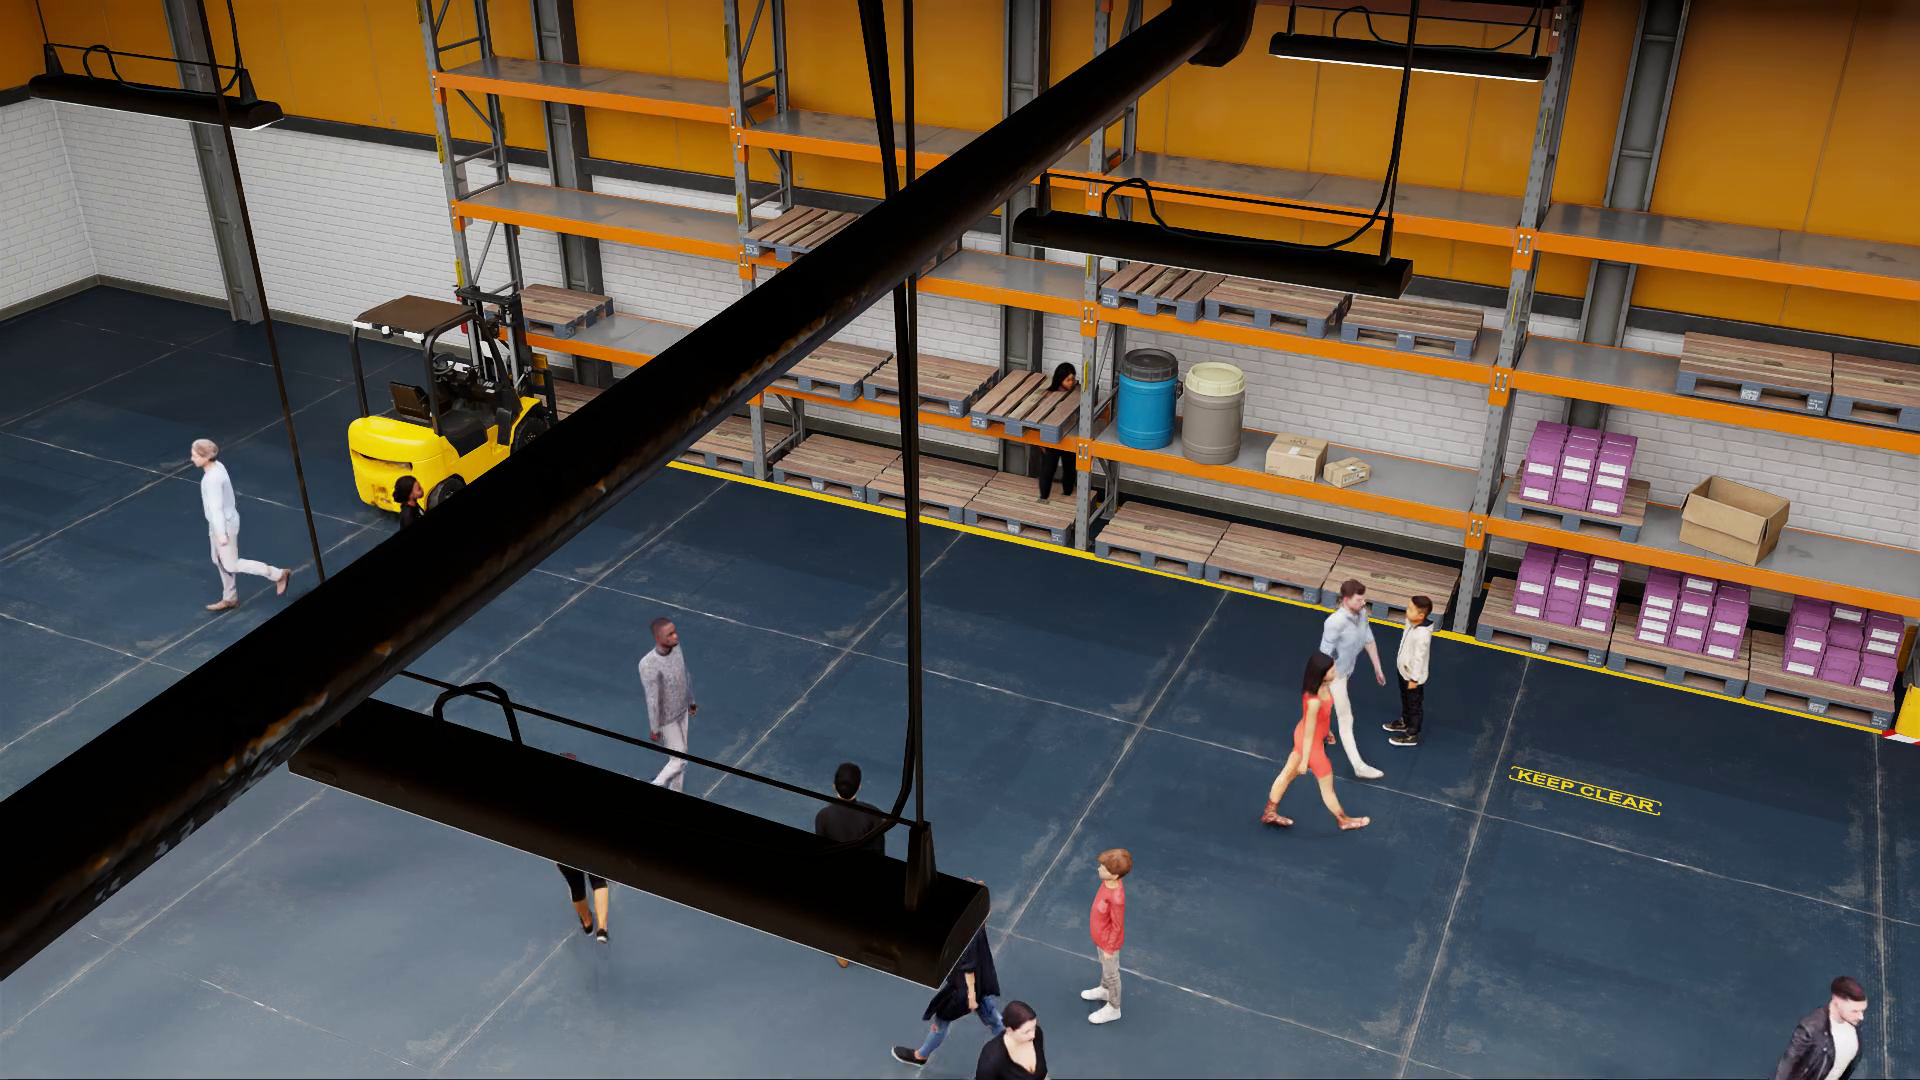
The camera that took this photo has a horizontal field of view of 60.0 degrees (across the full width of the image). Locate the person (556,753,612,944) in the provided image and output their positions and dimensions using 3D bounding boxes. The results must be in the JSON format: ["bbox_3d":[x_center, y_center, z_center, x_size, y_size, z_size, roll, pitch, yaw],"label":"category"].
[{"bbox_3d":[-2.767,2.299,12.115,0.879,1.653,0.925,-8,30,-15],"label":"person"}]

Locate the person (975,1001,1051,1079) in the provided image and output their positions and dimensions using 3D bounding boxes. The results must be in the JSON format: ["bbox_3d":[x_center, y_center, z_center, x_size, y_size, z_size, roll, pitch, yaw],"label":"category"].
[{"bbox_3d":[0.224,3.390,10.020,0.708,1.743,0.707,22,35,34],"label":"person"}]

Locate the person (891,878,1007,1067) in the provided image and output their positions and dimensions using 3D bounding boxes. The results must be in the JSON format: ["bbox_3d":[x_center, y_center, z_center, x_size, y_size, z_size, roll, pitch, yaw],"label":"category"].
[{"bbox_3d":[0.161,2.930,10.971,1.147,1.639,0.830,4,29,8],"label":"person"}]

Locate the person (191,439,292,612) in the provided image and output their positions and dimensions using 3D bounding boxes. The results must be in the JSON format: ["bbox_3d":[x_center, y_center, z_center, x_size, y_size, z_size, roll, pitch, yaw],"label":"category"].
[{"bbox_3d":[-7.152,-0.149,16.380,1.123,1.867,1.107,-12,31,-21],"label":"person"}]

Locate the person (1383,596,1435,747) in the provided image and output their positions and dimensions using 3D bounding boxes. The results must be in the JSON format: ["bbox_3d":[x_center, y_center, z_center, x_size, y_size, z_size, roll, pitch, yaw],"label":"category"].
[{"bbox_3d":[3.957,1.122,14.482,0.660,1.453,0.648,-3,29,-5],"label":"person"}]

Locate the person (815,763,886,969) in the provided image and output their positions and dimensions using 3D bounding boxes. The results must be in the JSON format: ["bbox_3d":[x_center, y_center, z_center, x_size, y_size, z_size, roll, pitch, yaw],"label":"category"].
[{"bbox_3d":[-0.782,2.339,11.968,0.666,1.722,0.785,-3,29,-6],"label":"person"}]

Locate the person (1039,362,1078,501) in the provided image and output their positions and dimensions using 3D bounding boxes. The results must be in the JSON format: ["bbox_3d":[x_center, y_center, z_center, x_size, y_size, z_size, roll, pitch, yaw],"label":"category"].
[{"bbox_3d":[1.105,-1.112,18.198,0.771,1.815,0.829,-10,30,-18],"label":"person"}]

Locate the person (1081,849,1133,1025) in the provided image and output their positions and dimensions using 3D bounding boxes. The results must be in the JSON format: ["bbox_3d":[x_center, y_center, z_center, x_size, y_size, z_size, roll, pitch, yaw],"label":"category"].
[{"bbox_3d":[1.043,2.730,11.571,0.635,1.417,0.601,-4,29,-7],"label":"person"}]

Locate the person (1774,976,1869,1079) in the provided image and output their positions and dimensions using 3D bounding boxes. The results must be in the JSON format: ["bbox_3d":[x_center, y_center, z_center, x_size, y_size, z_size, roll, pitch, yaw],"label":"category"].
[{"bbox_3d":[5.103,3.281,10.143,0.921,1.817,0.985,-14,32,-24],"label":"person"}]

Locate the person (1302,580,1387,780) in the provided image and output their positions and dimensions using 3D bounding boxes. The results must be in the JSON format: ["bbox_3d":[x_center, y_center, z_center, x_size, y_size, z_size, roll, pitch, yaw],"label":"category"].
[{"bbox_3d":[3.148,1.092,14.174,1.269,1.800,0.910,23,36,35],"label":"person"}]

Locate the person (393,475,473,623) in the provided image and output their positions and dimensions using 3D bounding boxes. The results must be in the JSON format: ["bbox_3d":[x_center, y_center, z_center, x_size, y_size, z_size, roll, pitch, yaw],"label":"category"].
[{"bbox_3d":[-5.311,0.160,16.048,1.172,1.643,0.987,-3,29,-6],"label":"person"}]

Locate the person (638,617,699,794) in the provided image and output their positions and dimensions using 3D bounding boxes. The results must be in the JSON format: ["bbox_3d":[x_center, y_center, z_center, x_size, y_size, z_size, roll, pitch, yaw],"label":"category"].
[{"bbox_3d":[-2.439,1.406,13.571,0.698,1.826,0.720,9,30,16],"label":"person"}]

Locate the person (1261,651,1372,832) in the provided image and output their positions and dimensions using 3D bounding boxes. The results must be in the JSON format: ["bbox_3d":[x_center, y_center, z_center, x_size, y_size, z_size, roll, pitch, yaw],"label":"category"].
[{"bbox_3d":[2.709,1.642,13.301,1.166,1.671,0.857,2,29,4],"label":"person"}]
